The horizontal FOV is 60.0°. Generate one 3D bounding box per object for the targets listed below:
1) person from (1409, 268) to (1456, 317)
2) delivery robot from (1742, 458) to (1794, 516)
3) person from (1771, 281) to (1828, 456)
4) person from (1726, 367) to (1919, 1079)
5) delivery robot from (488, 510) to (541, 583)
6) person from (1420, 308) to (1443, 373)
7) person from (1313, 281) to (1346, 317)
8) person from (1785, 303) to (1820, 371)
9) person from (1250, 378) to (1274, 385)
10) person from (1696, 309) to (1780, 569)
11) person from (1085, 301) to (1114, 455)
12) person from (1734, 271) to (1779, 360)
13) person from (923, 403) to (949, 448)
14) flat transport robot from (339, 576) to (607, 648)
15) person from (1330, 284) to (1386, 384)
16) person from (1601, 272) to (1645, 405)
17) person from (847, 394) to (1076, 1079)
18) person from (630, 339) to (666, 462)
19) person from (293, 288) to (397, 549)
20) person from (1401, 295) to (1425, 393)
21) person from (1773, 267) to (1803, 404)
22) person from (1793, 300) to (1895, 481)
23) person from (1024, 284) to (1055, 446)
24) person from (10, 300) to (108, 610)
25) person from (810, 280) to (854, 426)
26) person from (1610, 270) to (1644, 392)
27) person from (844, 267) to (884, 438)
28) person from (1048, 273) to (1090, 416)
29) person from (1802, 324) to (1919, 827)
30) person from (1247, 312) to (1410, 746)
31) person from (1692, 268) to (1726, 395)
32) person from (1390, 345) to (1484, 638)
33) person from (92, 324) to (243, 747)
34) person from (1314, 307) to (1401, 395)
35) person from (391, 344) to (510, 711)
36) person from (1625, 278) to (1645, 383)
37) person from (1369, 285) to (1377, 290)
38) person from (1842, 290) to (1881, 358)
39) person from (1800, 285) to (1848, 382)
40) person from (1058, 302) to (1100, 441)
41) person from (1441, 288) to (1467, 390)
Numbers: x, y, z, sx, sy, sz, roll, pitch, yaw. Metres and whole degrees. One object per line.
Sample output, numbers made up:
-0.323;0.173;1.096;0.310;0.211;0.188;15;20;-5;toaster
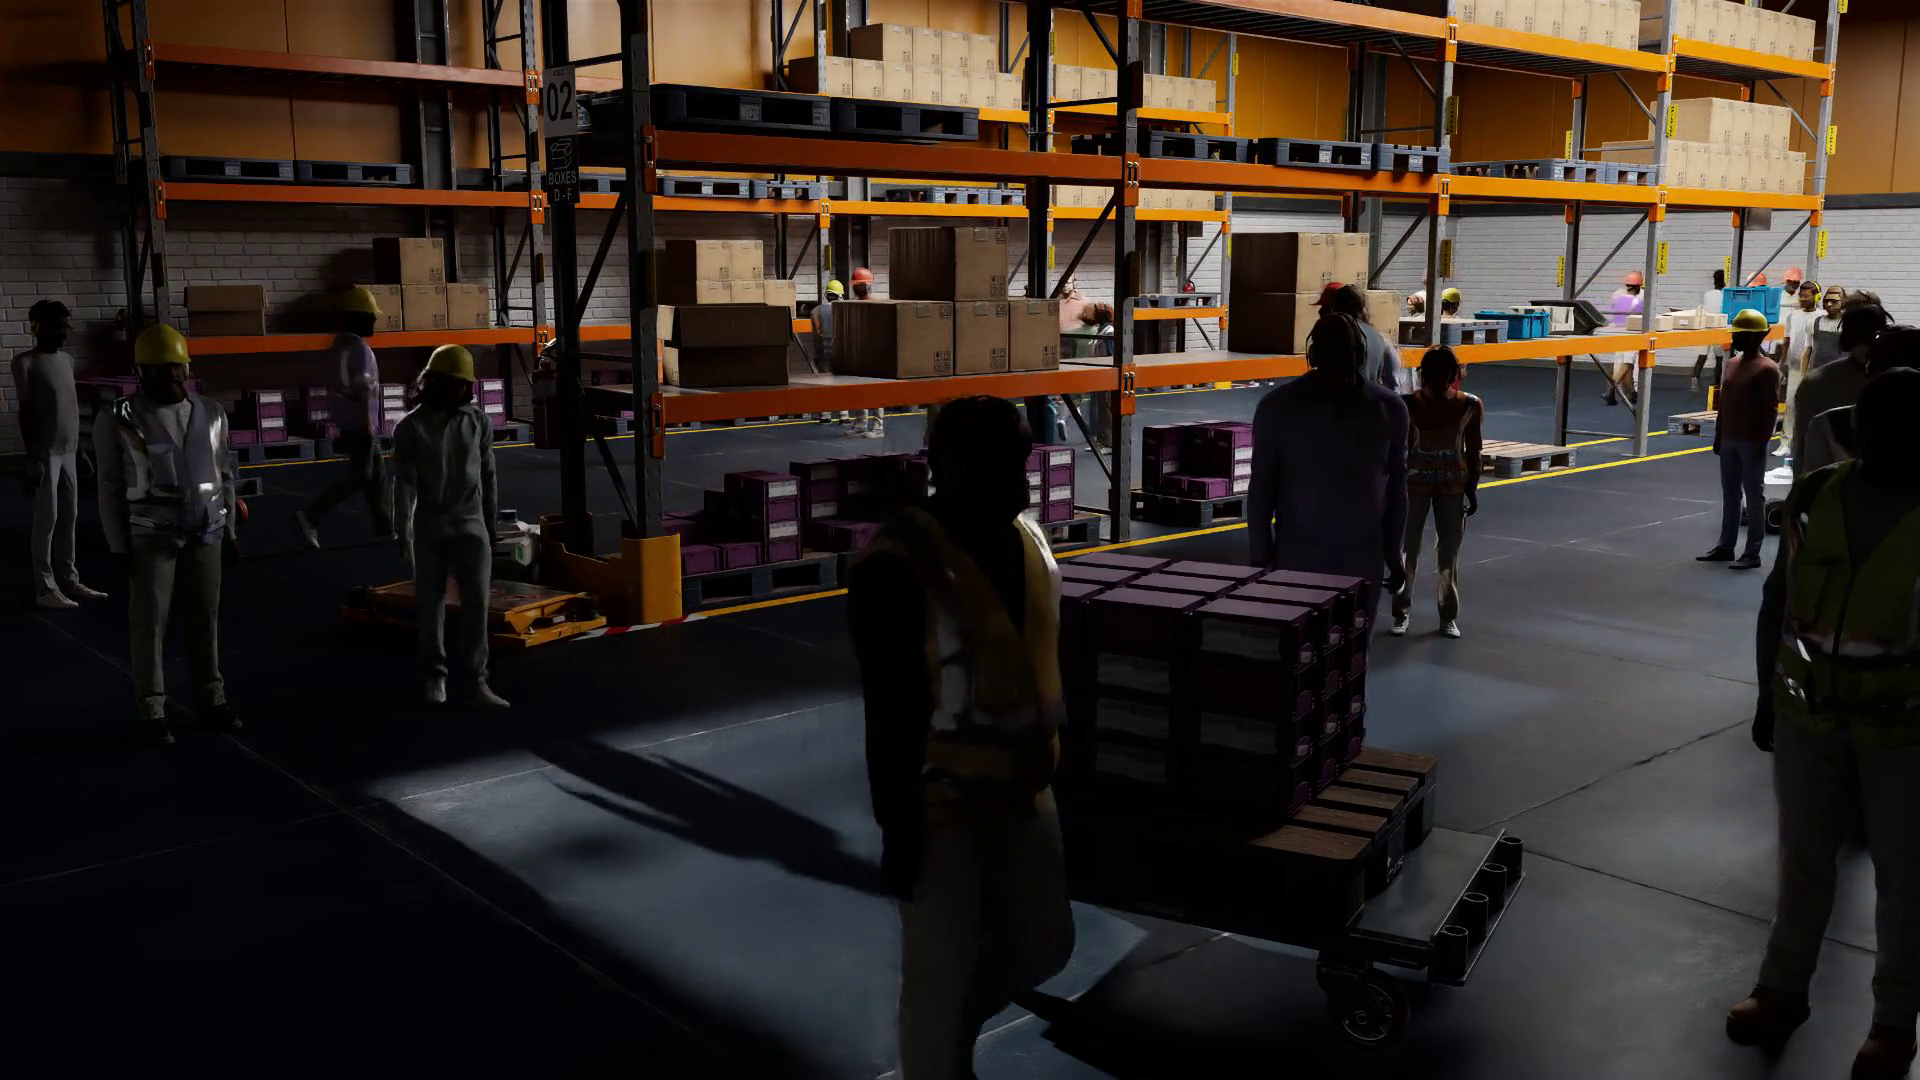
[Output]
6.343;-2.709;22.520;0.650;1.995;1.001;6;11;32;person
6.434;-0.390;12.891;0.707;0.478;0.477;-1;10;-4;delivery robot
8.910;-1.792;17.548;0.518;1.865;0.323;9;13;43;person
2.382;0.469;4.373;0.429;1.847;0.625;-8;12;-38;person
-2.784;0.055;10.286;0.477;0.478;0.707;0;10;-1;delivery robot
5.701;-2.077;19.704;0.541;1.697;0.316;8;13;40;person
2.691;-0.883;11.999;0.347;1.943;0.544;5;11;28;person
10.691;-2.272;21.065;0.600;1.608;0.373;-6;12;-33;person
5.037;-3.493;27.388;0.592;1.913;0.390;-1;10;-7;person
5.337;-0.686;11.357;0.316;1.769;0.523;-2;10;-12;person
1.543;-1.736;17.868;0.311;1.642;0.513;-2;10;-12;person
10.072;-2.434;21.114;0.541;1.932;0.383;8;13;40;person
-0.177;-1.423;16.060;0.268;1.632;0.506;8;12;38;person
-2.779;0.382;9.458;1.431;0.197;0.652;6;11;29;flat transport robot
2.654;-0.775;11.379;0.355;1.936;0.637;9;13;42;person
9.534;-2.872;23.772;0.931;1.904;0.557;-4;10;-22;person
0.014;0.583;3.772;0.436;1.829;0.632;9;13;43;person
-3.220;-1.640;17.144;0.316;1.695;0.542;2;10;10;person
-4.433;-0.872;12.070;0.813;1.903;0.596;-6;11;-32;person
5.706;-2.261;20.950;0.307;1.641;0.513;-3;10;-16;person
11.091;-2.690;22.457;0.642;1.978;0.574;1;10;5;person
4.300;-0.177;7.936;0.663;1.918;0.475;2;10;10;person
0.808;-1.736;17.269;0.396;1.847;0.564;7;12;37;person
-5.470;-0.517;10.087;0.329;1.865;0.515;1;10;6;person
-1.581;-2.343;20.883;0.596;1.828;0.403;3;10;19;person
10.428;-3.224;25.832;0.406;1.902;0.639;-8;13;-40;person
-1.119;-2.188;19.483;0.396;1.992;0.622;-9;13;-41;person
1.402;-2.562;21.930;0.640;1.909;0.409;2;10;11;person
3.302;0.169;6.012;0.572;1.883;0.355;0;10;0;person
1.483;0.041;6.694;0.652;1.906;0.403;0;10;1;person
11.442;-3.156;25.312;0.608;1.943;0.853;8;13;39;person
2.642;-0.270;9.292;0.514;1.641;0.307;2;10;10;person
-3.454;-0.029;7.316;0.404;1.833;0.586;8;13;40;person
2.718;-0.762;11.691;0.643;1.804;0.849;8;13;40;person
-2.412;-0.056;7.826;0.534;1.711;0.564;-6;12;-33;person
11.246;-3.455;27.568;0.314;1.769;0.524;3;10;16;person
4.161;-1.705;17.087;0.511;1.856;0.377;9;13;43;person
6.249;-0.759;11.415;0.693;1.901;0.390;-7;12;-35;person
8.323;-1.510;15.947;0.513;1.845;0.335;8;13;40;person
1.404;-1.891;18.858;0.507;1.609;0.672;7;12;34;person
5.472;-1.940;18.697;0.315;1.769;0.523;-8;12;-37;person
